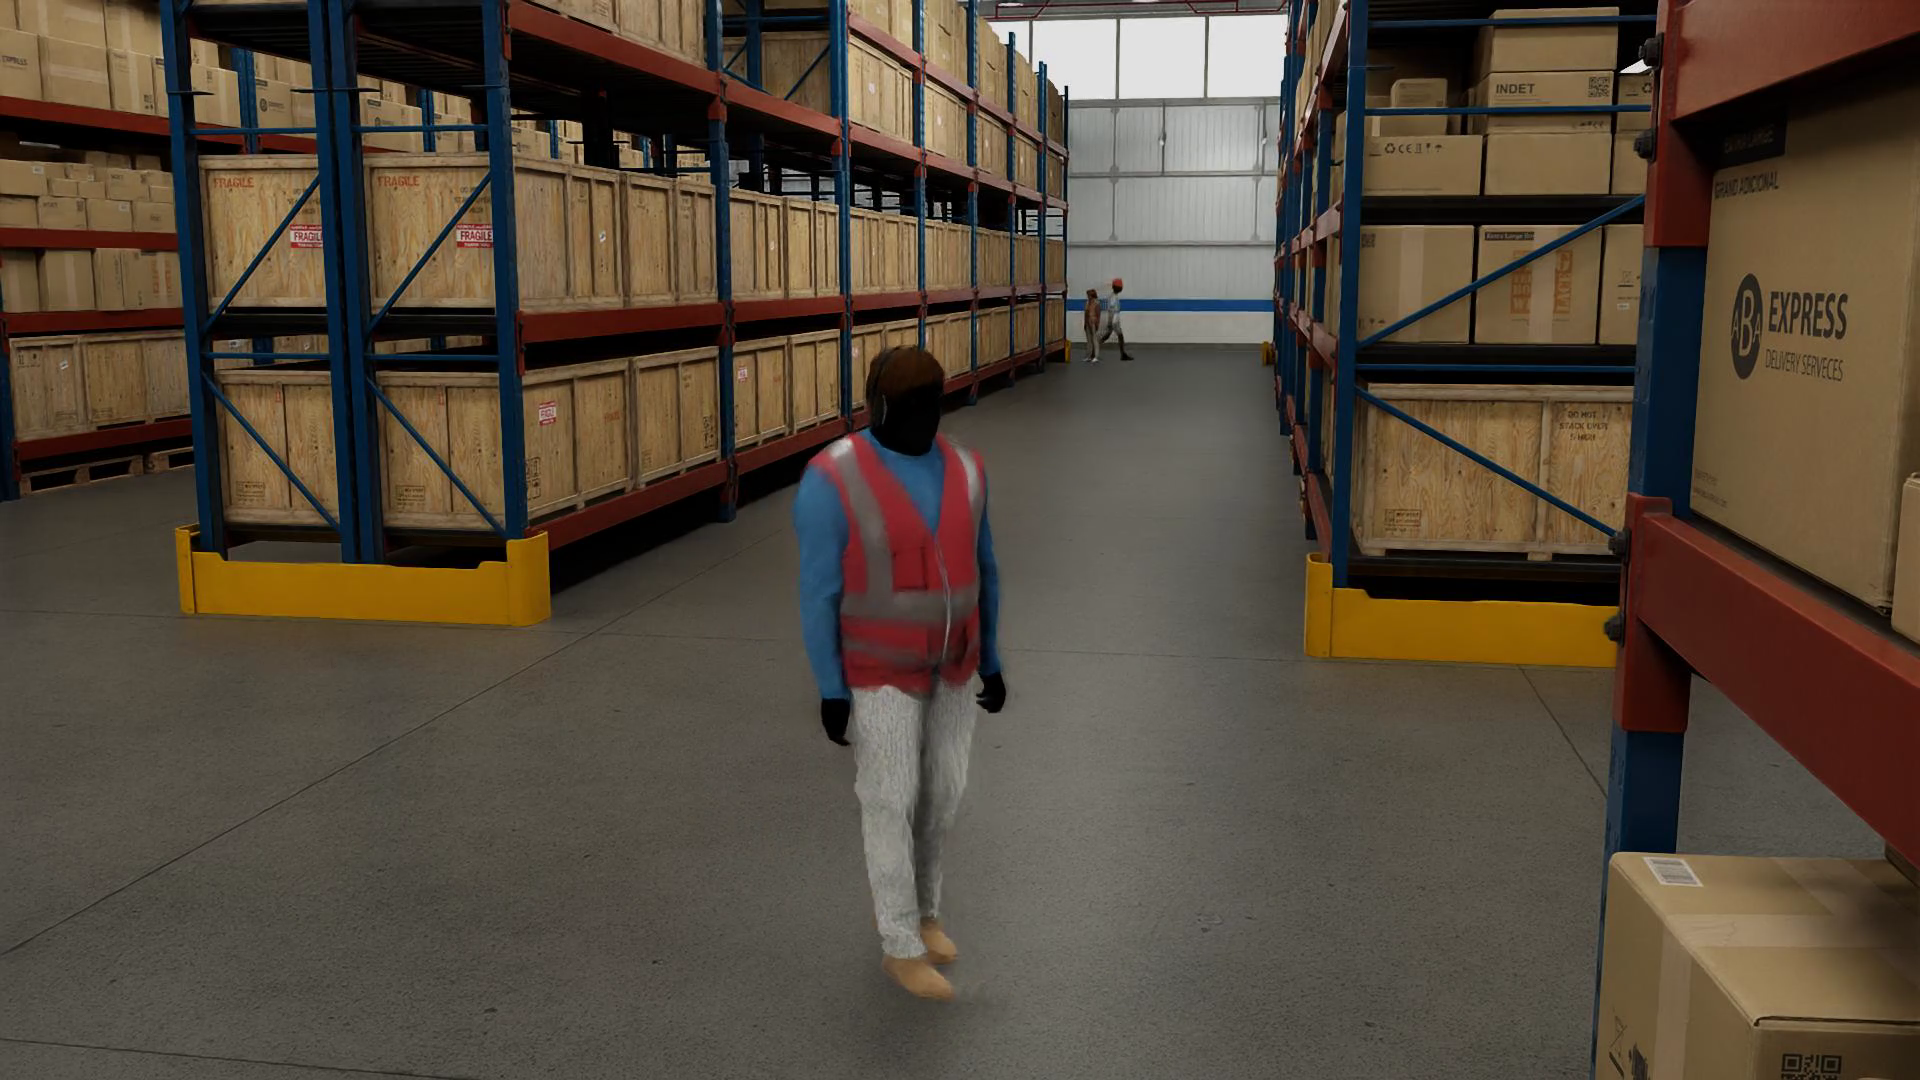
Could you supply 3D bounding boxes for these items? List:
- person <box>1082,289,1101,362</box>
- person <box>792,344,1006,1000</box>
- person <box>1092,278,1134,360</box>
[{"bbox_3d":[2.974,-4.823,37.449,0.310,1.639,0.514,-6,11,-33],"label":"person"},{"bbox_3d":[-0.141,0.361,4.742,0.643,1.844,0.461,-7,11,-37],"label":"person"},{"bbox_3d":[3.452,-5.047,38.126,1.000,1.895,0.560,0,9,2],"label":"person"}]
